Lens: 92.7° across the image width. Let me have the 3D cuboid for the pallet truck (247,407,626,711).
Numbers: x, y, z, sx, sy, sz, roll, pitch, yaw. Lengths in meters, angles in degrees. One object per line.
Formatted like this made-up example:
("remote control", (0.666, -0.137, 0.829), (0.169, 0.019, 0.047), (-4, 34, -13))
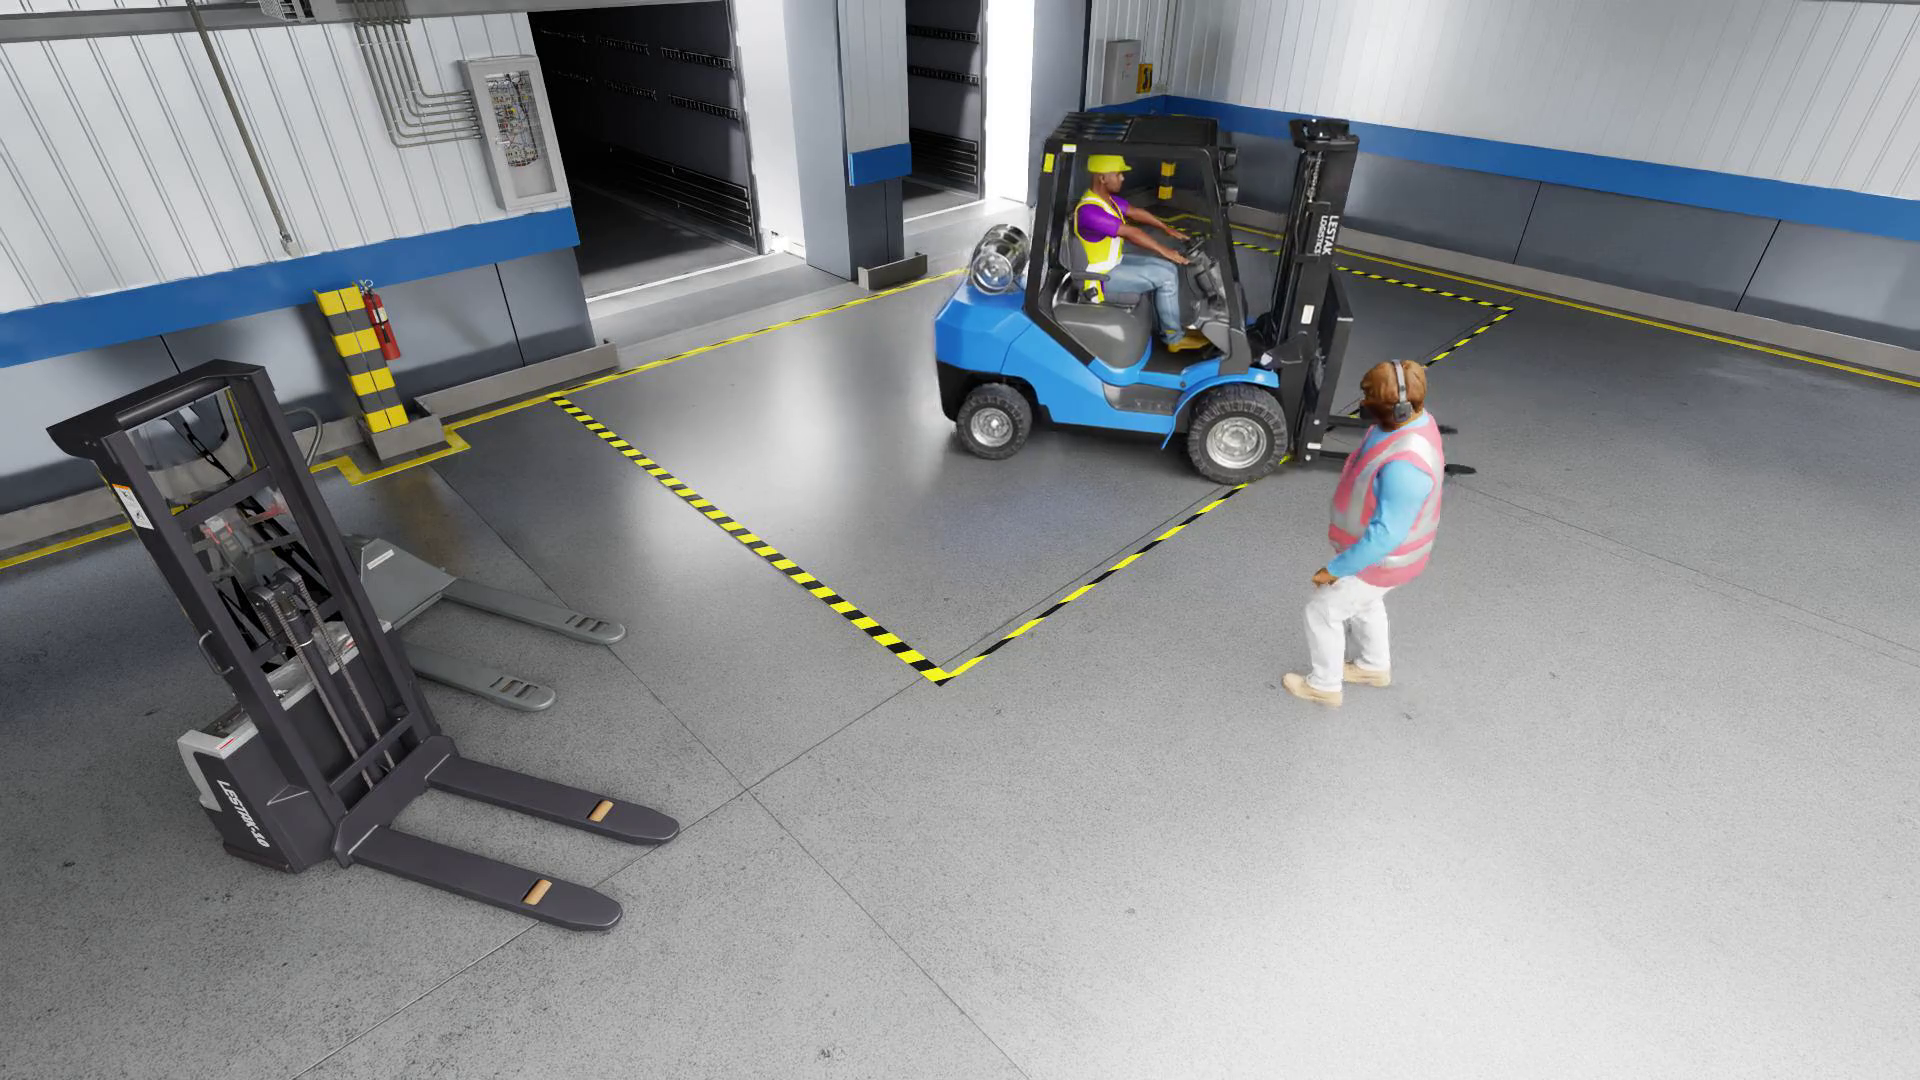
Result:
("pallet truck", (-2.628, 0.038, 4.590), (1.601, 1.201, 0.680), (12, 36, 18))

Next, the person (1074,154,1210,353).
("person", (1.262, -1.925, 6.156), (1.004, 1.294, 0.635), (8, 35, 11))

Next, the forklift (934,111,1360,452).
("forklift", (1.206, -1.782, 6.278), (2.680, 2.036, 1.157), (8, 35, 11))

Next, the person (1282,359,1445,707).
("person", (1.850, 0.063, 4.059), (0.511, 1.798, 0.670), (13, 36, 19))

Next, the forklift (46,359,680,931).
("forklift", (-2.135, 0.422, 3.354), (1.885, 1.965, 0.823), (10, 35, 14))
